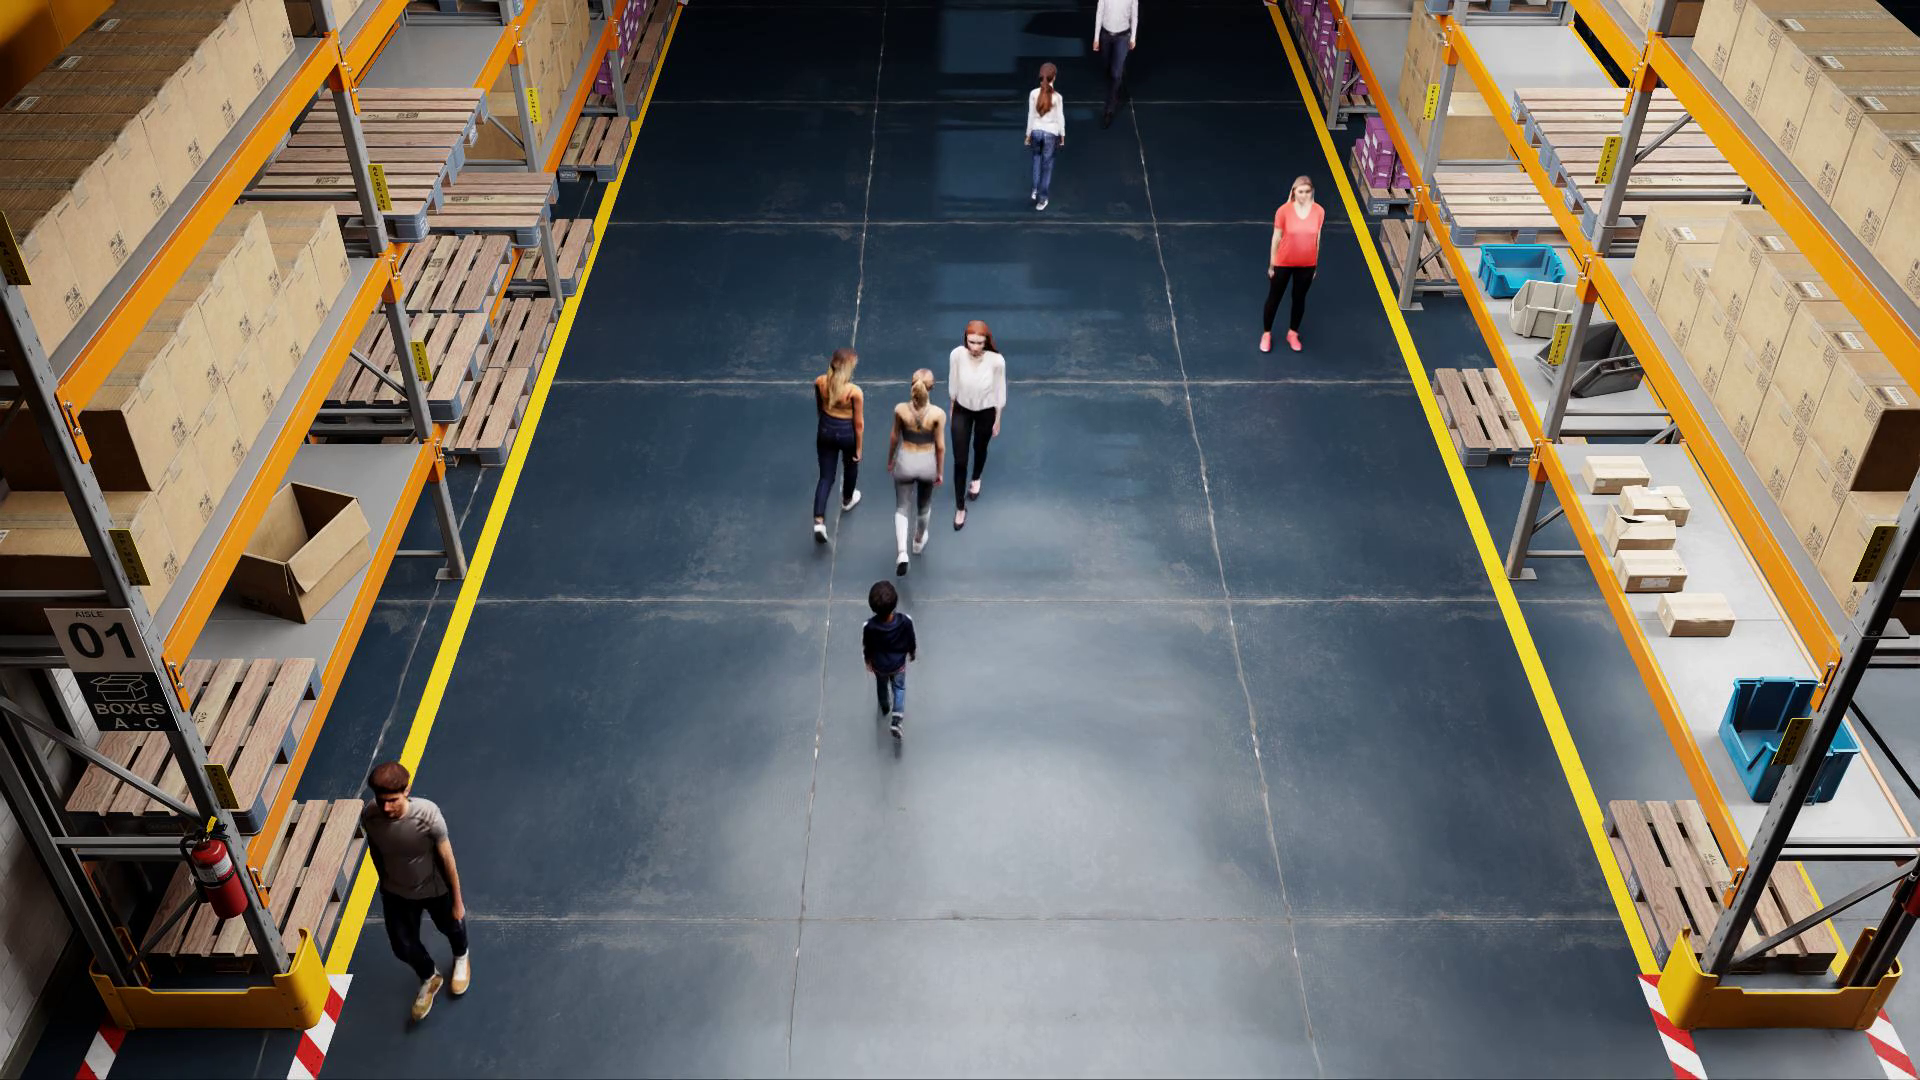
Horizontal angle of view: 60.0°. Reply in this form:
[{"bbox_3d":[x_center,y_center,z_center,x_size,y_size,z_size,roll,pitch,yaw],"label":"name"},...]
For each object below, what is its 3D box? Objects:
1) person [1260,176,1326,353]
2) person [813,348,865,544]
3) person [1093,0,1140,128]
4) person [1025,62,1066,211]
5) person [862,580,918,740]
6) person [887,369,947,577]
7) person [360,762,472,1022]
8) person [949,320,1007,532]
[{"bbox_3d":[2.975,-2.467,14.852,0.597,1.693,0.531,-2,39,-2],"label":"person"},{"bbox_3d":[-0.958,-0.718,12.739,0.823,1.598,1.154,10,40,12],"label":"person"},{"bbox_3d":[1.771,-5.734,18.829,0.904,1.835,1.312,12,40,14],"label":"person"},{"bbox_3d":[0.834,-4.097,17.011,0.646,1.545,0.686,13,40,15],"label":"person"},{"bbox_3d":[-0.471,0.805,11.141,0.526,1.211,0.747,-2,39,-2],"label":"person"},{"bbox_3d":[-0.337,-0.477,12.364,0.676,1.688,0.984,2,39,2],"label":"person"},{"bbox_3d":[-2.998,1.851,9.299,0.674,1.875,0.710,1,39,1],"label":"person"},{"bbox_3d":[0.140,-1.006,12.993,0.699,1.731,0.973,5,39,6],"label":"person"}]
